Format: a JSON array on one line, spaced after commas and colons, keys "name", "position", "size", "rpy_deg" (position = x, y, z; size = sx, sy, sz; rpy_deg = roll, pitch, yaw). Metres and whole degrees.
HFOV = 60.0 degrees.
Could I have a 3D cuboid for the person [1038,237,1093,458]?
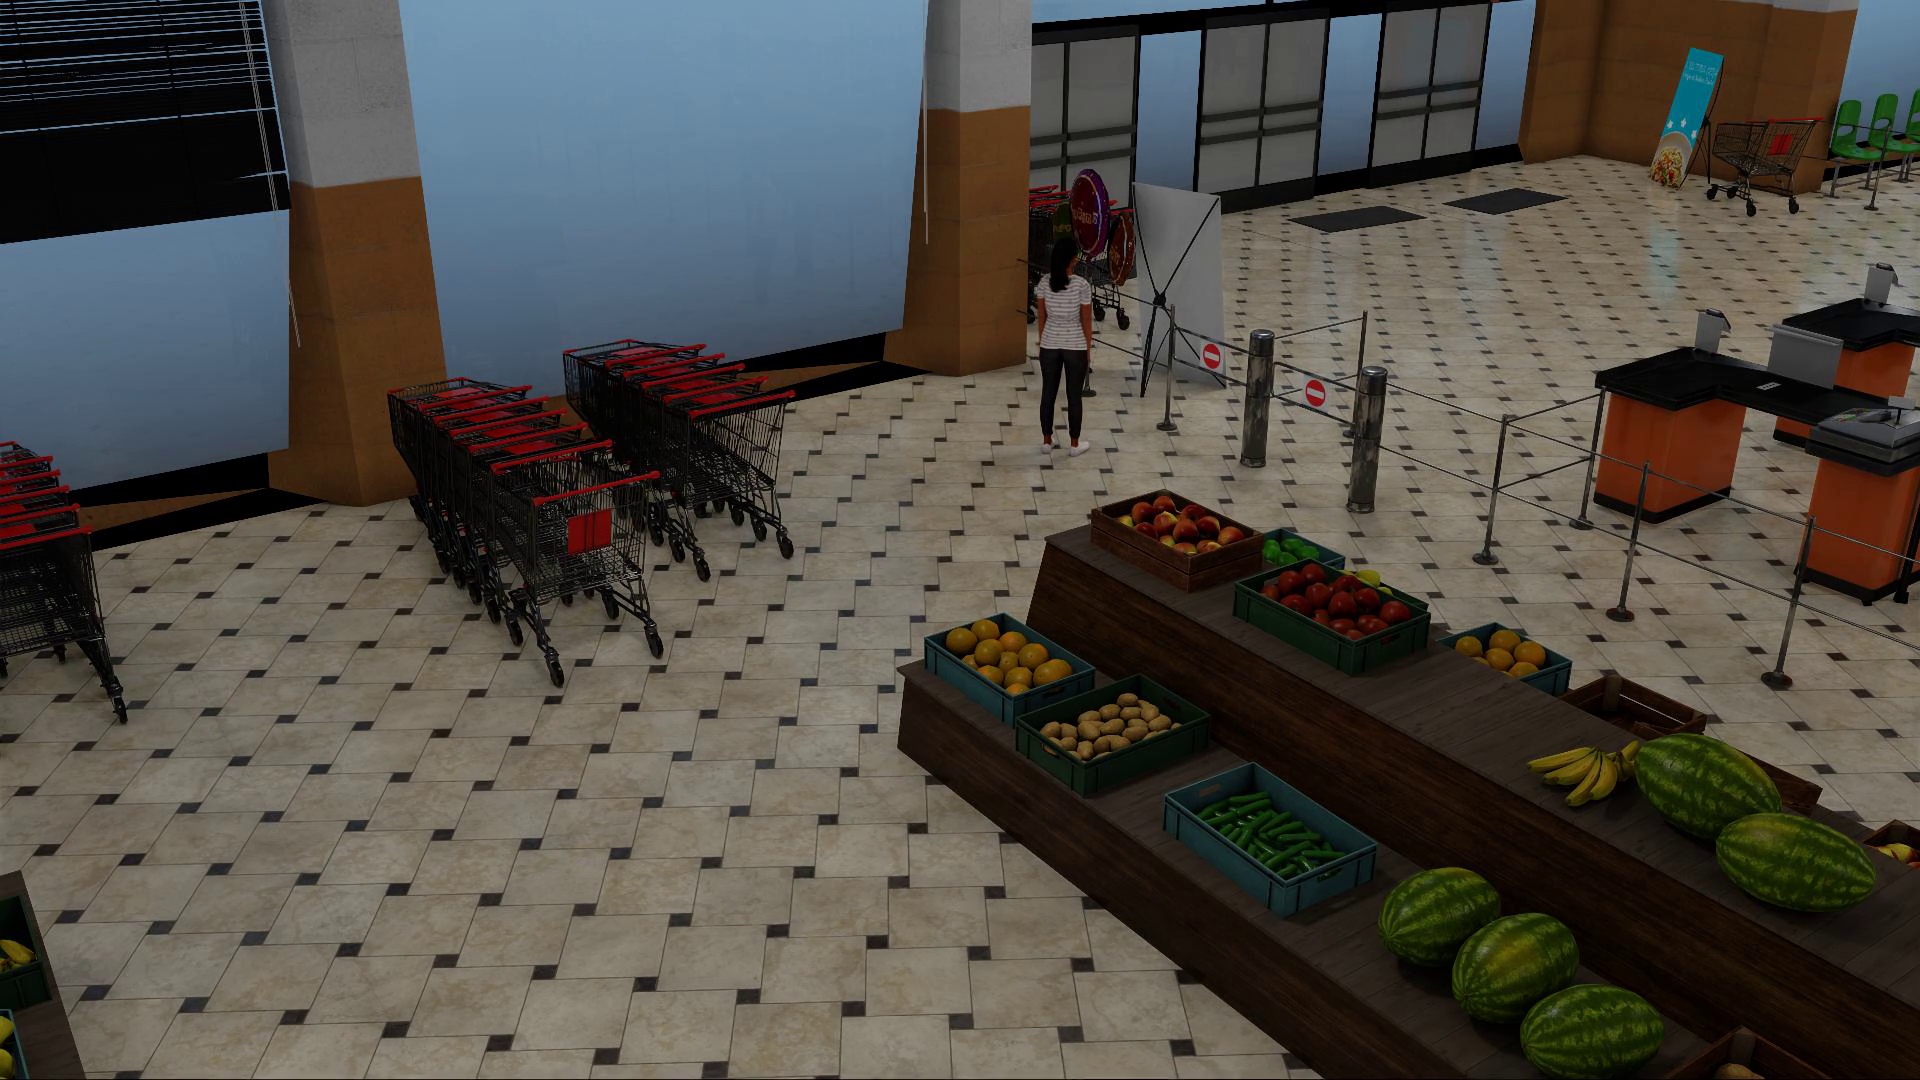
[{"name": "person", "position": [0.768, -1.428, 12.302], "size": [0.629, 1.647, 0.715], "rpy_deg": [8, 25, 18]}]
